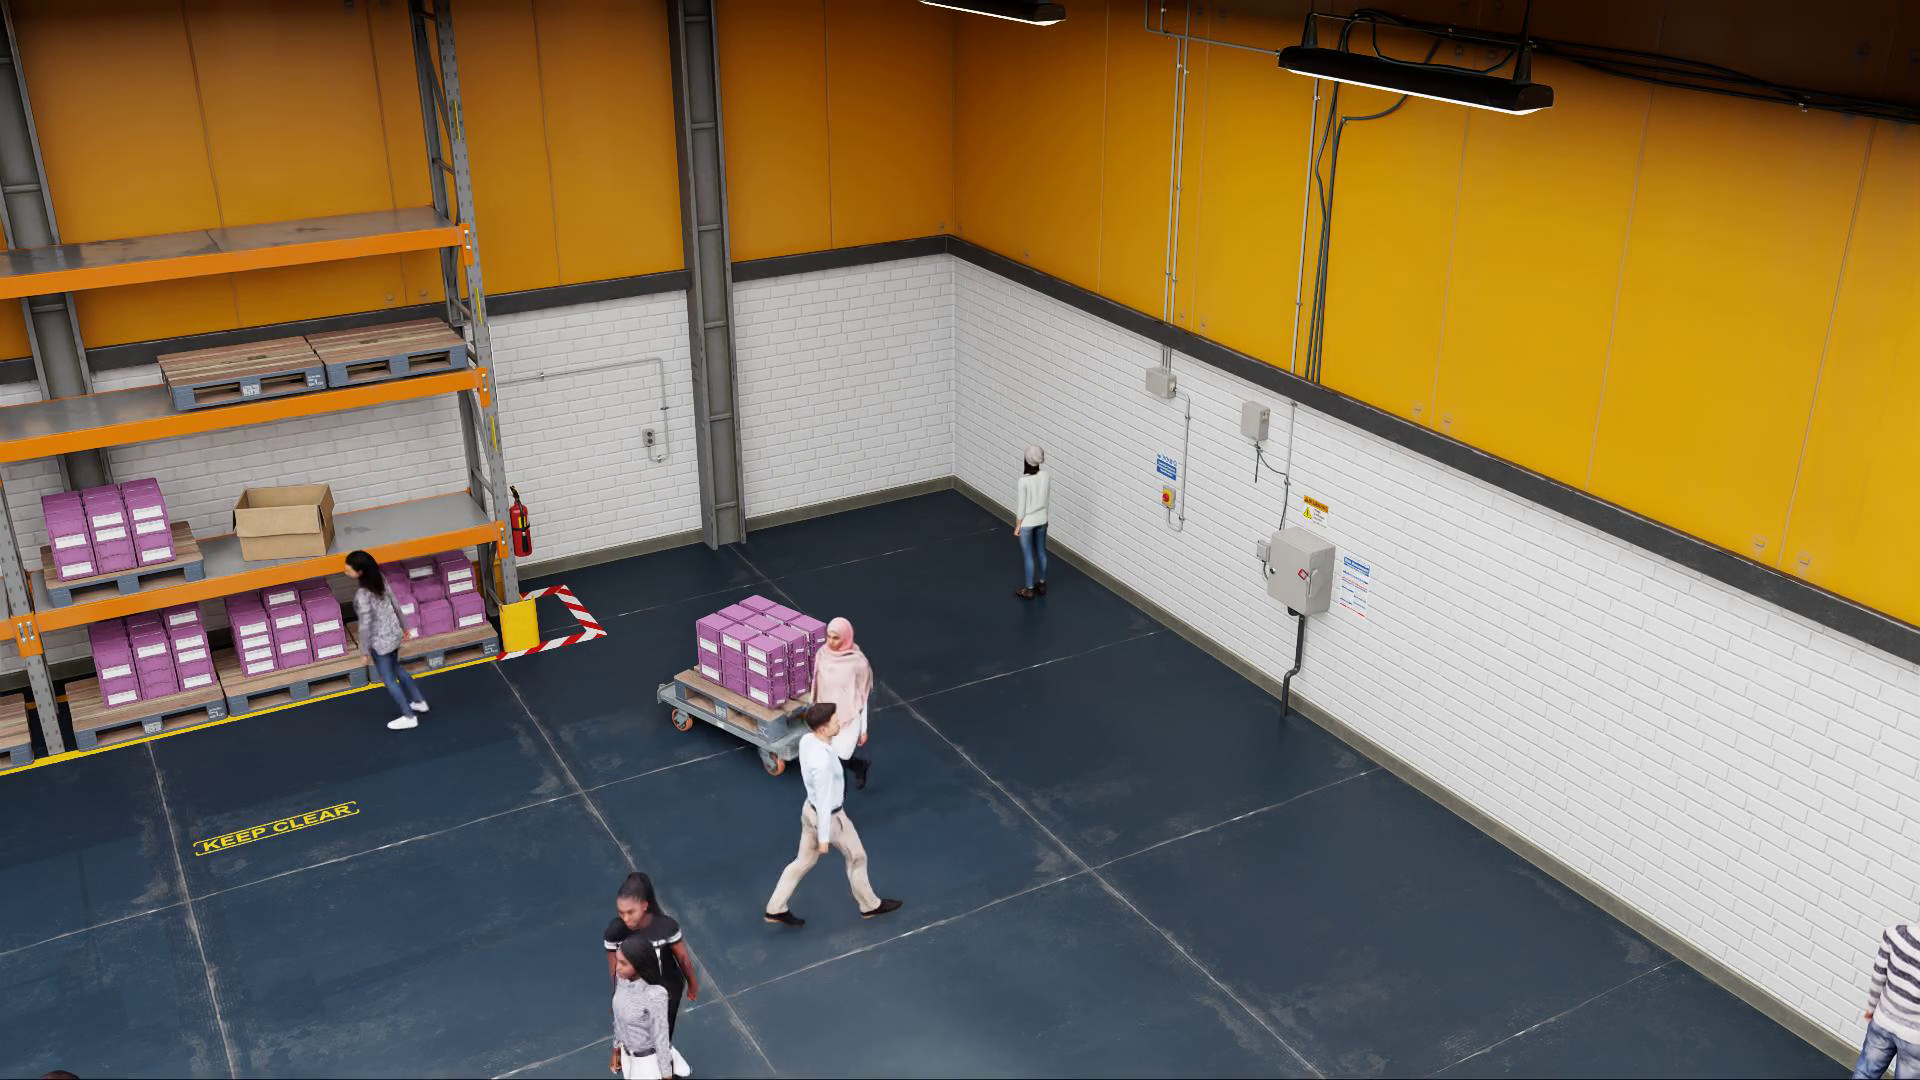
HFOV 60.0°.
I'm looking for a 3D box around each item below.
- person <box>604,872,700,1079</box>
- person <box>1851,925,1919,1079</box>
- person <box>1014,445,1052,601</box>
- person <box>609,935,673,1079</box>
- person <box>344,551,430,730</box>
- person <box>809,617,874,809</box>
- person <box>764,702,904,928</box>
[{"bbox_3d":[-1.834,2.713,10.070,1.074,1.693,1.056,-1,24,-2],"label":"person"},{"bbox_3d":[5.480,2.815,9.641,0.500,1.850,0.641,-13,27,-28],"label":"person"},{"bbox_3d":[0.737,-0.195,16.784,0.462,1.644,0.646,-16,28,-33],"label":"person"},{"bbox_3d":[-1.728,2.950,9.502,0.666,1.714,0.643,-17,29,-35],"label":"person"},{"bbox_3d":[-4.900,0.858,14.307,0.831,1.699,0.798,8,25,18],"label":"person"},{"bbox_3d":[-0.887,1.402,12.956,0.990,1.783,1.130,10,26,22],"label":"person"},{"bbox_3d":[-1.029,1.961,11.651,1.251,1.805,0.719,-10,25,-21],"label":"person"}]
